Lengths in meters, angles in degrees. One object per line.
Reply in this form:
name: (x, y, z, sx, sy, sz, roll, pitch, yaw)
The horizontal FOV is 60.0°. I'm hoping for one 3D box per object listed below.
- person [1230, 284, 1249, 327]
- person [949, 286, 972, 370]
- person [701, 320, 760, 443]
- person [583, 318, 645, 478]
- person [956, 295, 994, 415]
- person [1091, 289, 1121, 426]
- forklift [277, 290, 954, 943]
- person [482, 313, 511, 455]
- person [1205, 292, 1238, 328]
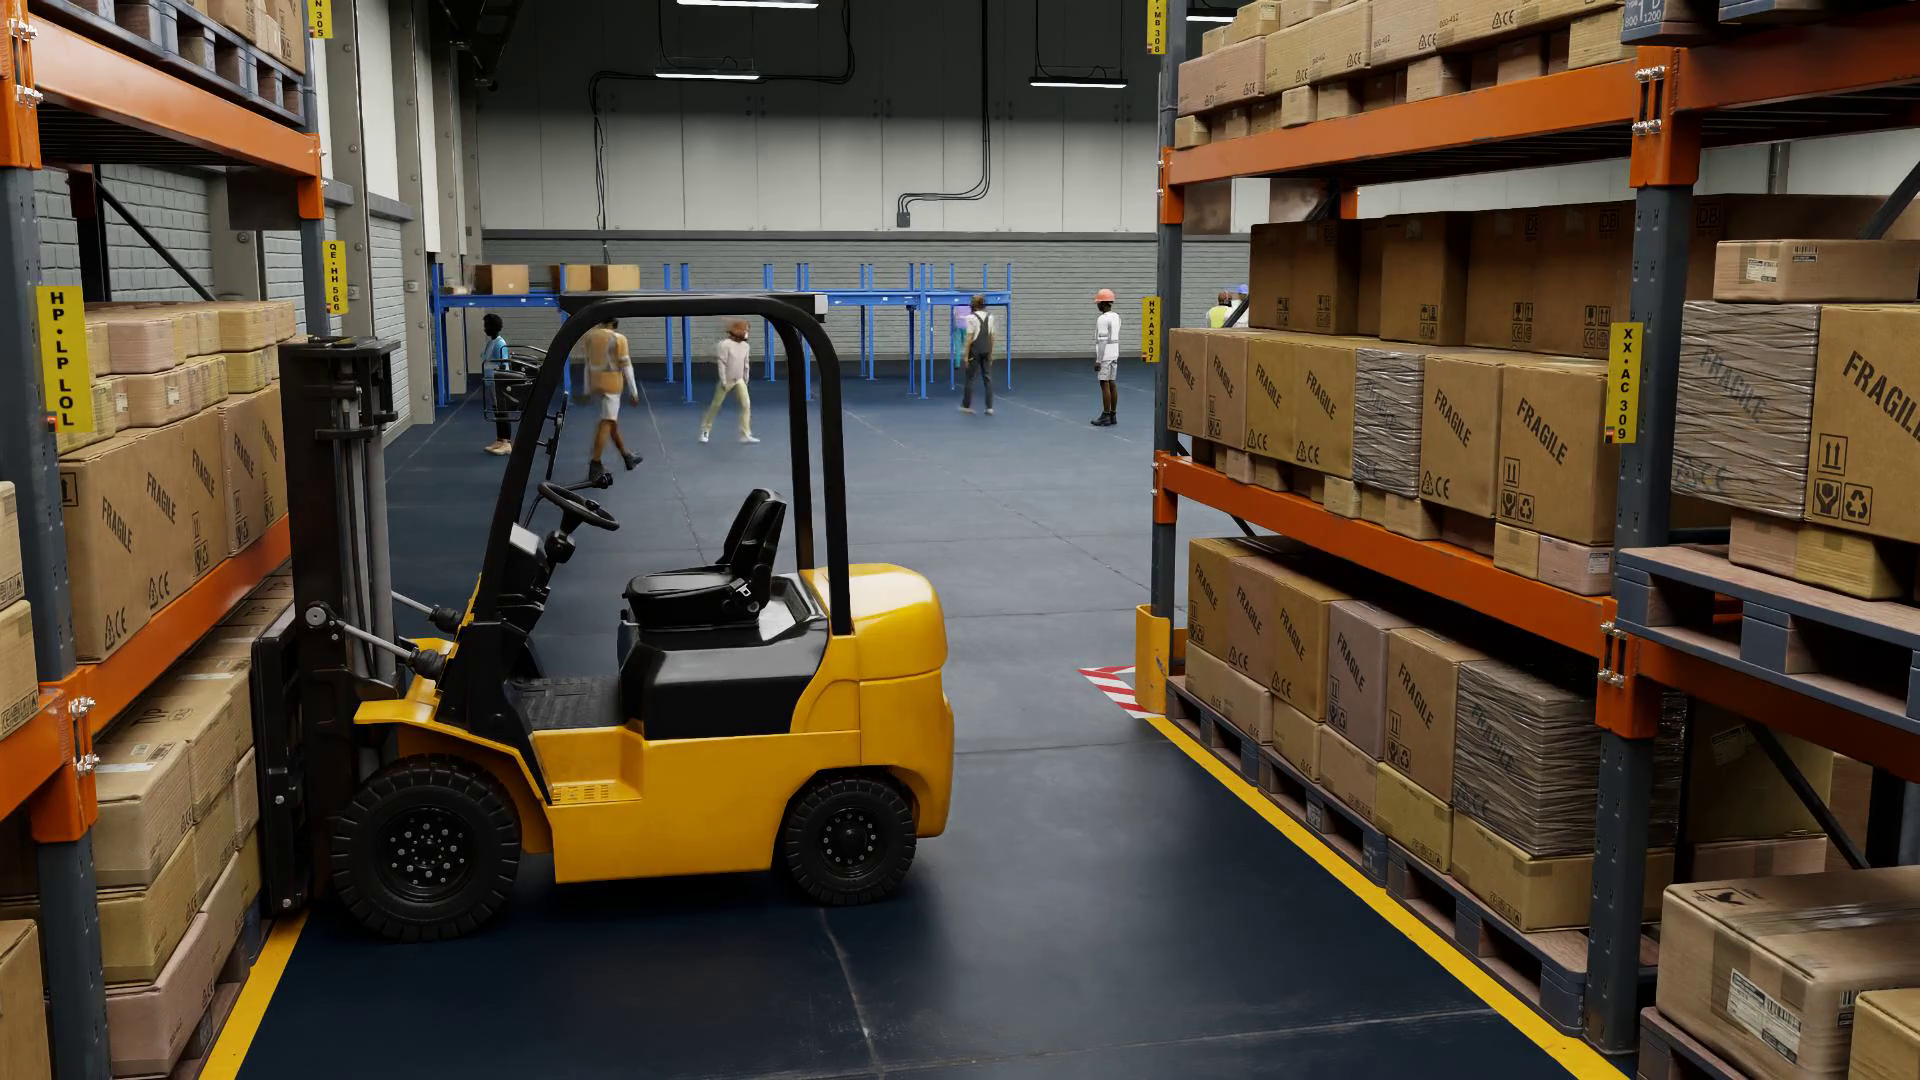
person: (5.616, -4.181, 33.383, 0.649, 1.922, 0.670, -1, 9, -5)
person: (0.041, -4.663, 36.597, 0.596, 1.829, 0.550, -5, 11, -28)
person: (-2.998, -2.046, 21.422, 0.769, 1.584, 0.535, 8, 12, 40)
person: (-3.708, -1.638, 17.972, 0.575, 1.887, 0.965, 6, 11, 34)
person: (0.245, -2.842, 25.602, 0.604, 1.817, 0.790, -6, 11, -34)
person: (2.084, -2.620, 23.819, 0.350, 1.942, 0.543, 5, 11, 29)
forklift: (-1.179, 0.175, 6.143, 2.313, 2.155, 1.214, -2, 10, -12)
person: (-5.596, -1.886, 20.082, 0.319, 1.698, 0.532, -5, 11, -29)
person: (4.413, -3.234, 27.878, 0.430, 1.840, 0.621, -9, 13, -44)
